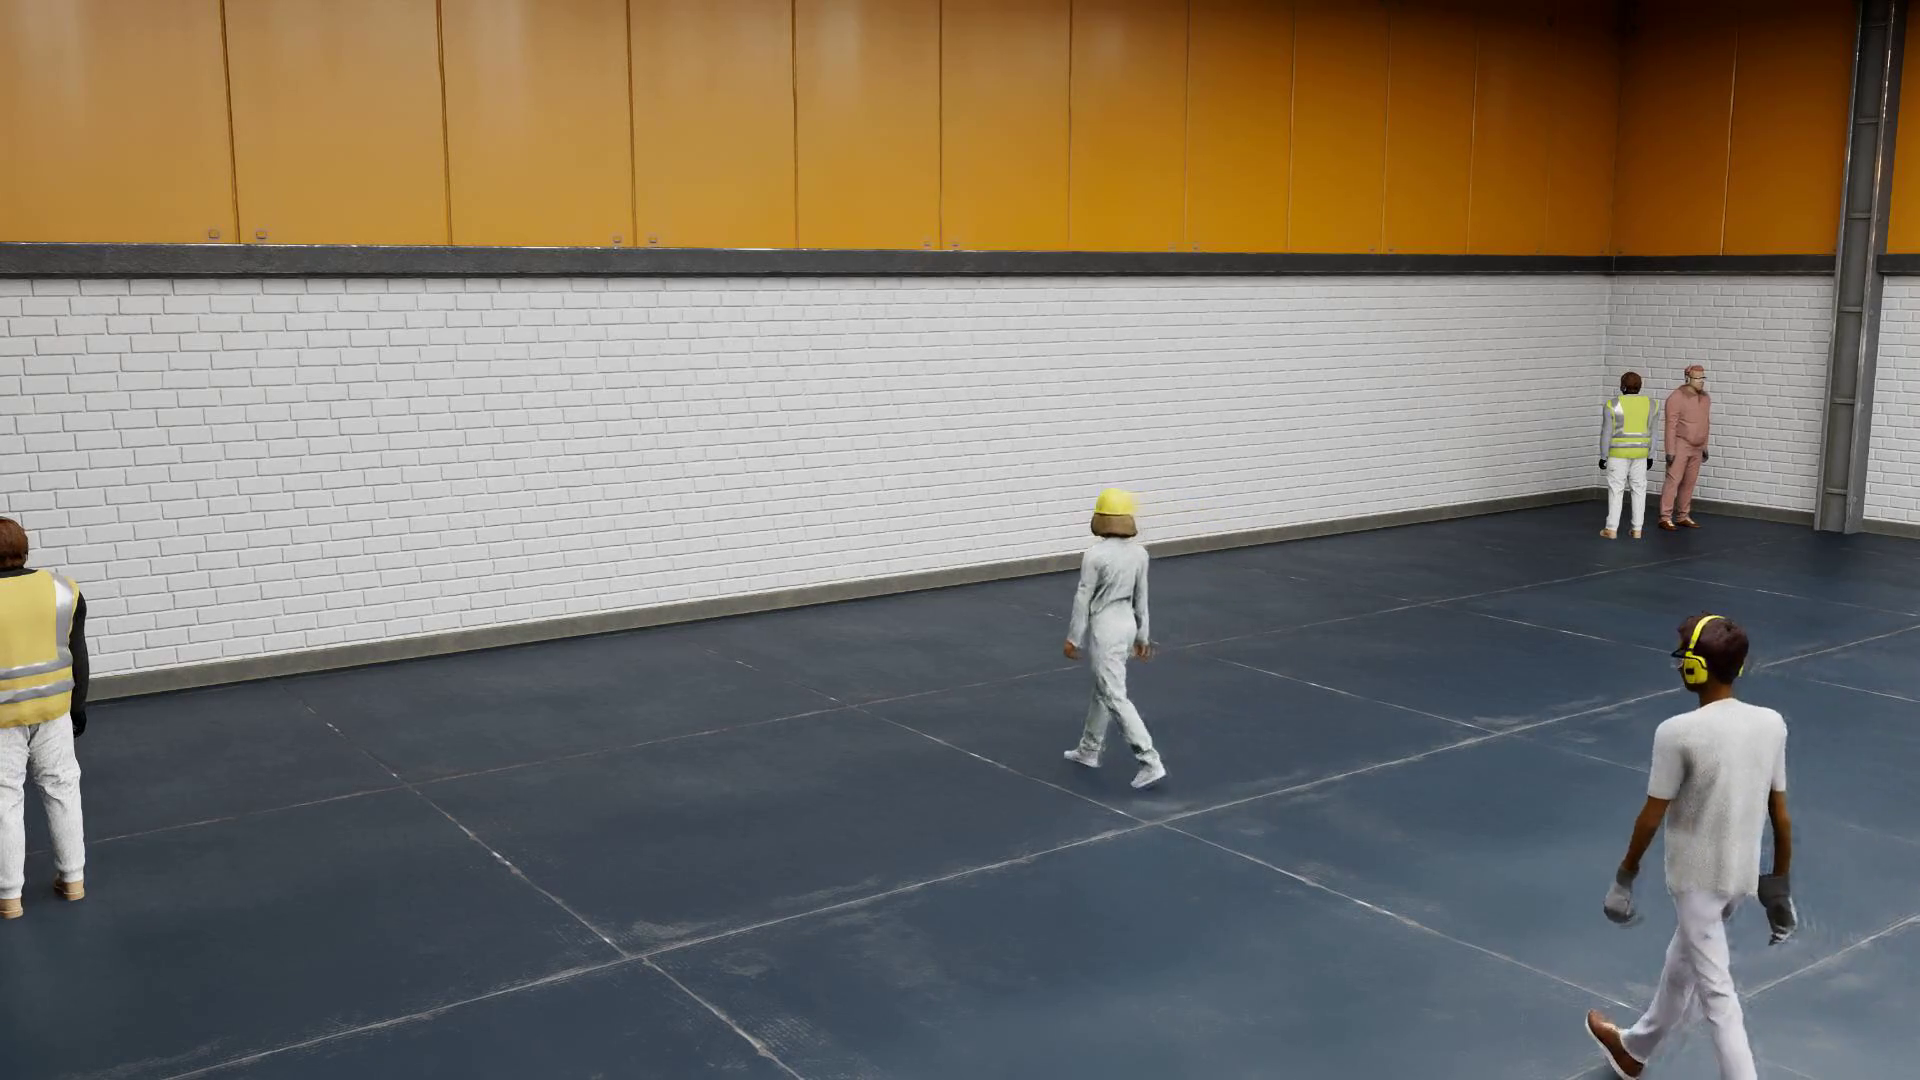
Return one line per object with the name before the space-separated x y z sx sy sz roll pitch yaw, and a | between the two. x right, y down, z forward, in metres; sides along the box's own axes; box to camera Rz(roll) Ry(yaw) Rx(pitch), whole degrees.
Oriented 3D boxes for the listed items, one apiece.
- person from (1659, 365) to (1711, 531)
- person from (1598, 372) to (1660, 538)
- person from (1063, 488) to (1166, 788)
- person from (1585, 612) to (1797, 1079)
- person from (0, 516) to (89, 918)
person | 8.263 -1.042 18.905 0.654 1.893 0.421 -5 11 -30
person | 7.347 -0.931 18.331 0.625 1.846 0.429 0 9 -1
person | 0.913 0.552 9.612 0.492 1.708 0.865 -9 13 -43
person | 2.468 1.143 5.648 0.526 1.808 0.978 -4 10 -22
person | -4.329 0.803 7.640 0.429 1.846 0.625 8 12 39
